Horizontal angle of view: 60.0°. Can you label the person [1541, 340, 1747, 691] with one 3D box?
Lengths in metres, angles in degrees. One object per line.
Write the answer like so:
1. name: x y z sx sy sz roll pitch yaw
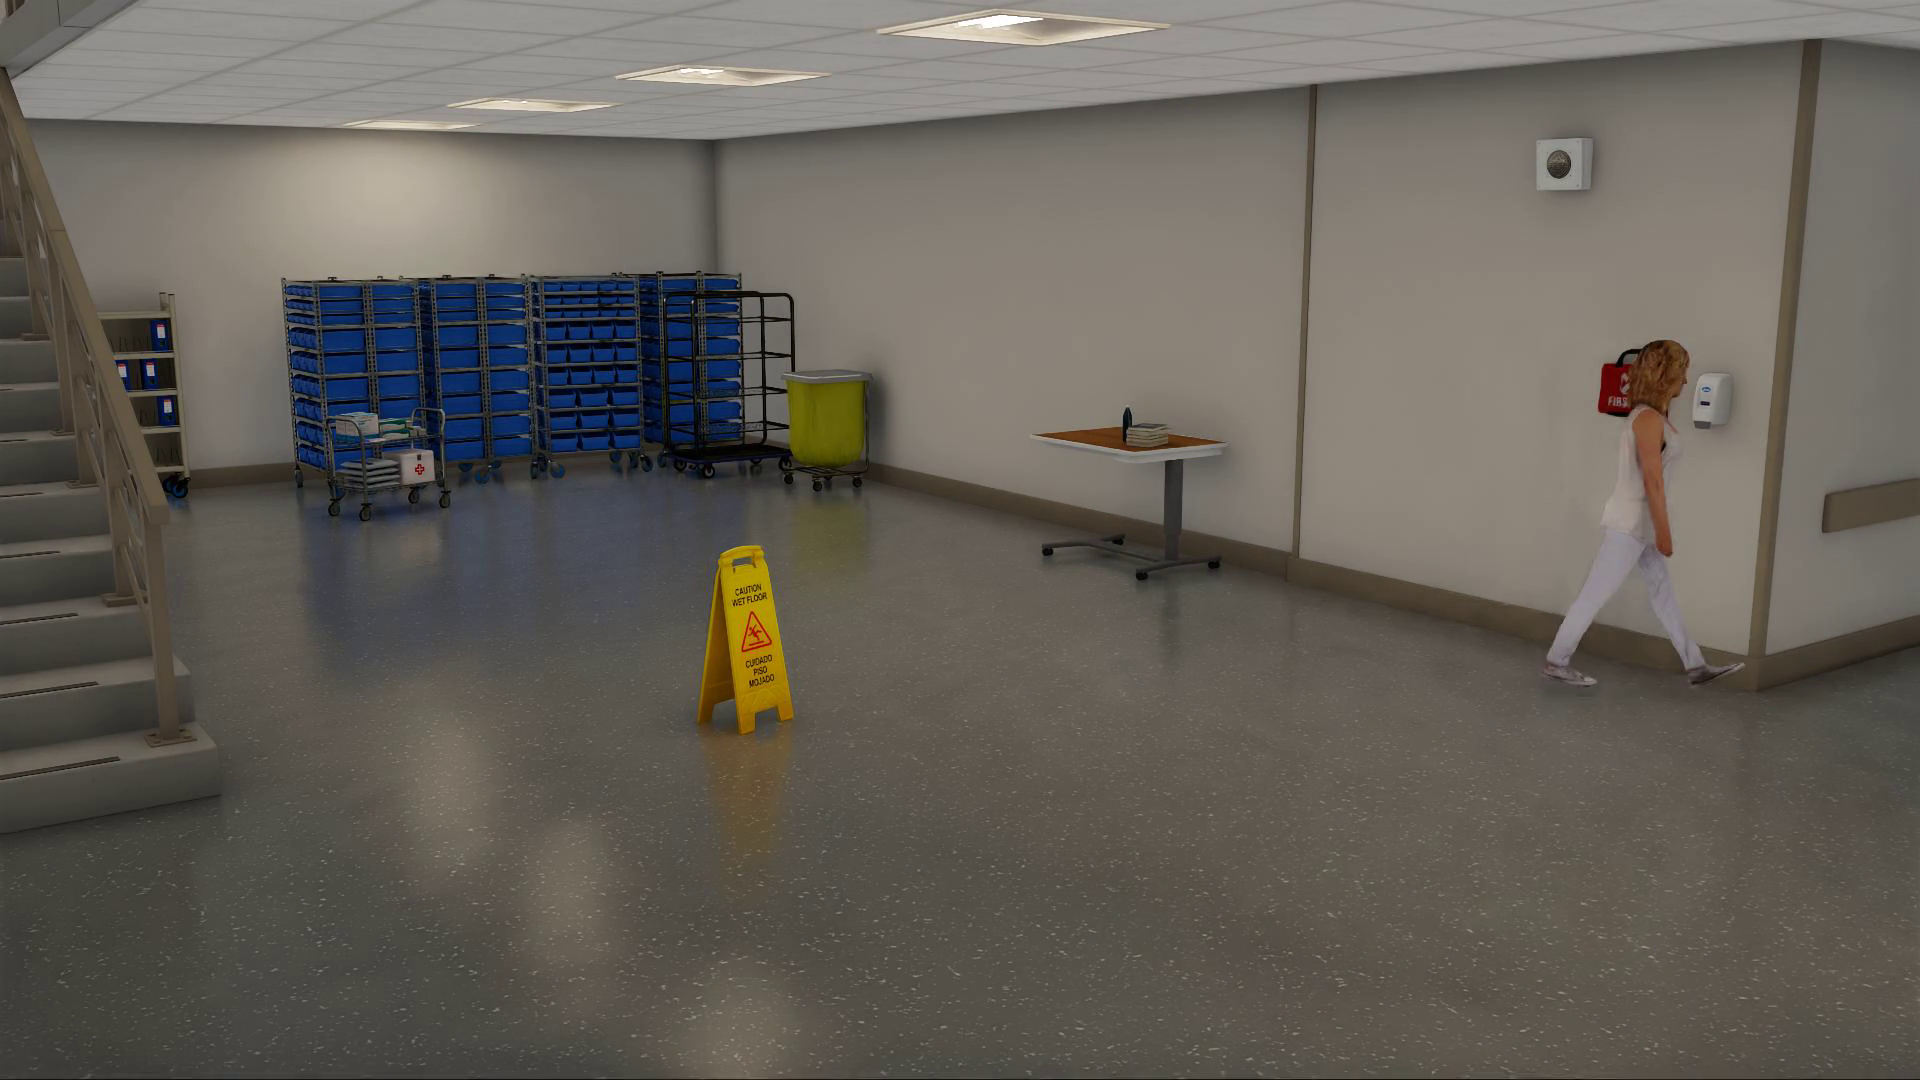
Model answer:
1. person: 3.040 -0.072 7.724 1.201 1.614 0.981 6 12 28
